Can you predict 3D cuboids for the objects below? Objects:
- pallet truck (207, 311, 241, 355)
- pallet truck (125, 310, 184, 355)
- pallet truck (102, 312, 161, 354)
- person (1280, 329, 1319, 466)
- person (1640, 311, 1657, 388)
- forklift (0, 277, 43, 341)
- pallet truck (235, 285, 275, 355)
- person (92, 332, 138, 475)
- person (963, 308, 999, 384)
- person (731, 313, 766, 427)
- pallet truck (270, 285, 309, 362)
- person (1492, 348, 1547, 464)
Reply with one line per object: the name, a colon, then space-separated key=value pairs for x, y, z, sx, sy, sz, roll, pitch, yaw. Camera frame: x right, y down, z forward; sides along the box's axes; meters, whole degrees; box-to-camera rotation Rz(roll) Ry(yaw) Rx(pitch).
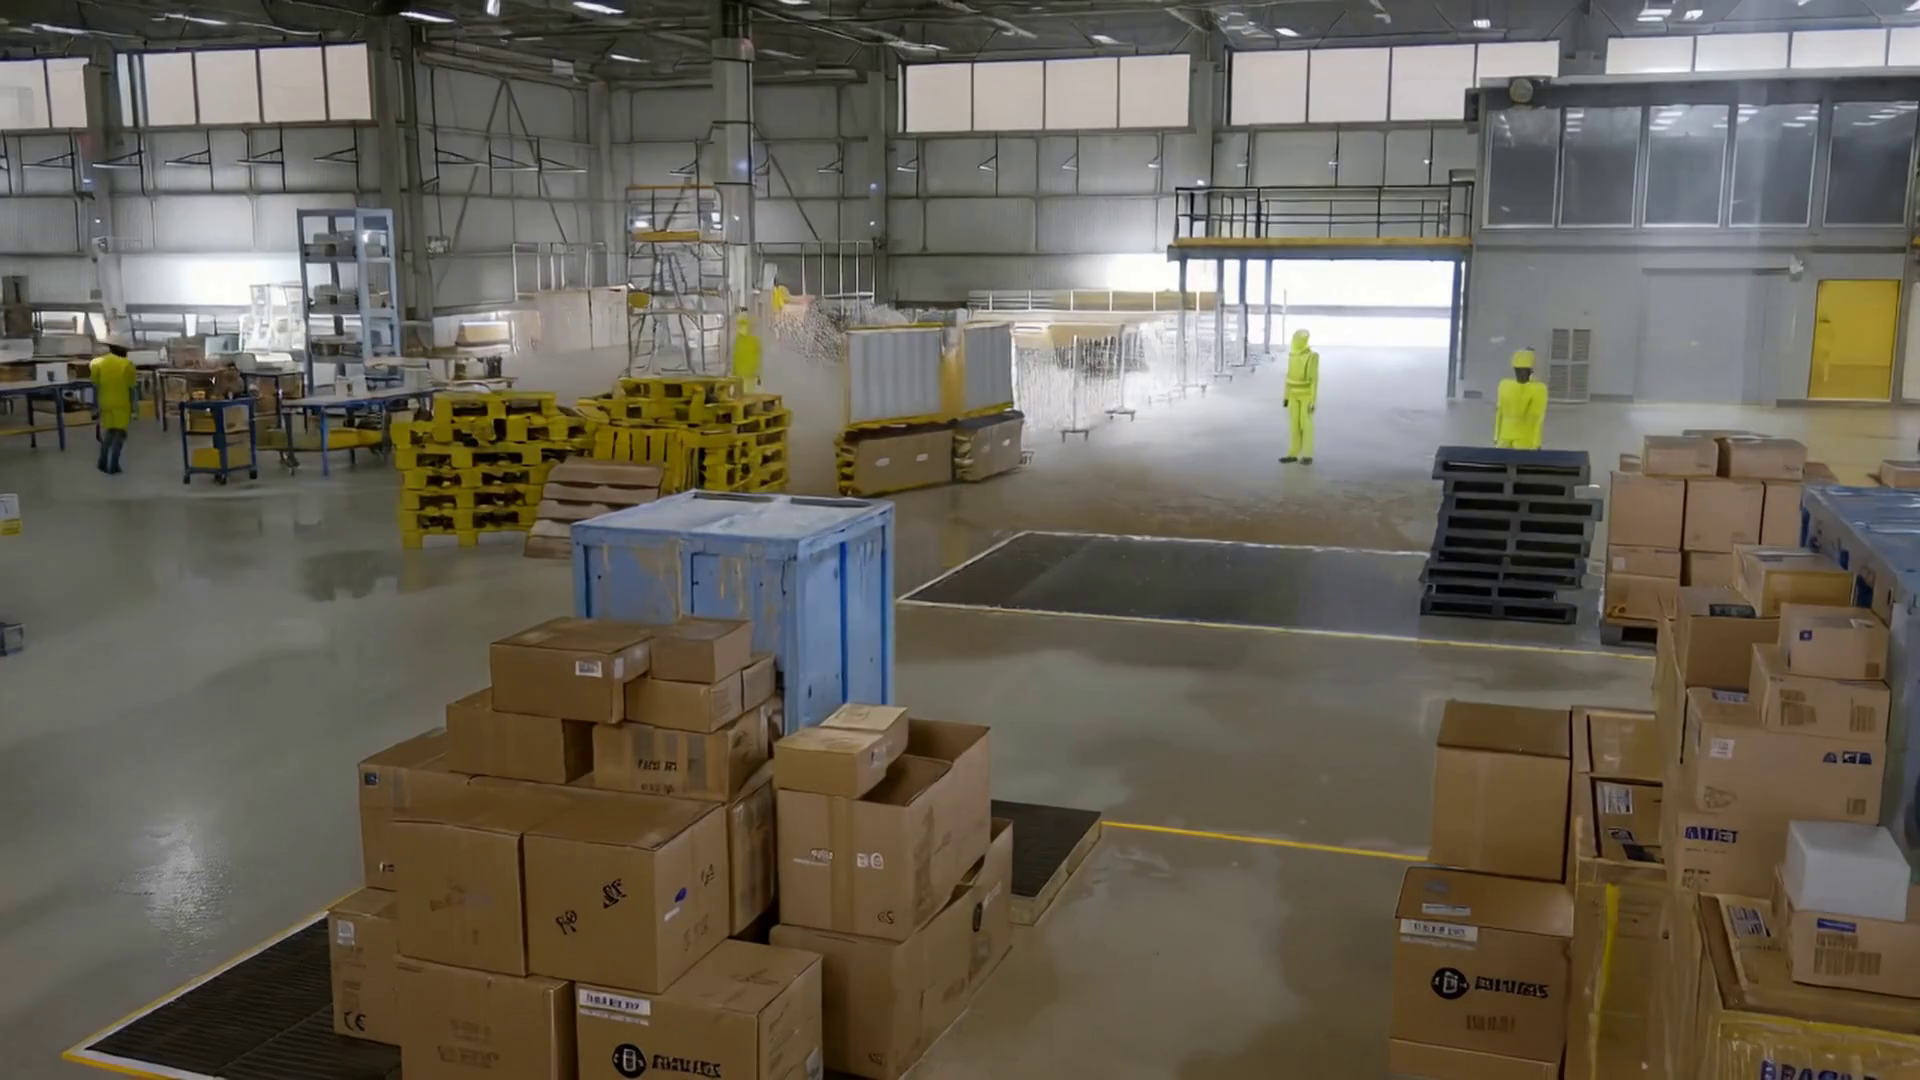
pallet truck: x=-19.537 y=-5.575 z=44.913 sx=0.653 sy=1.274 sz=1.630 roll=3 pitch=11 yaw=19
pallet truck: x=-22.038 y=-5.665 z=45.457 sx=0.704 sy=1.261 sz=1.522 roll=3 pitch=11 yaw=17
pallet truck: x=-23.057 y=-5.777 z=46.261 sx=0.680 sy=1.201 sz=1.601 roll=3 pitch=11 yaw=19
person: x=4.688 y=-1.955 z=22.894 sx=0.346 sy=1.881 sz=0.578 roll=-6 pitch=12 yaw=-30
person: x=13.722 y=-3.772 z=33.065 sx=0.426 sy=1.889 sz=0.680 roll=4 pitch=11 yaw=23
forklift: x=-27.151 y=-6.329 z=46.328 sx=1.157 sy=1.987 sz=2.680 roll=3 pitch=11 yaw=17
pallet truck: x=-18.327 y=-5.835 z=44.421 sx=0.823 sy=1.965 sz=1.885 roll=4 pitch=11 yaw=23
person: x=-11.158 y=-1.805 z=22.031 sx=0.598 sy=1.890 sz=0.402 roll=0 pitch=10 yaw=-2
person: x=0.449 y=-4.255 z=36.494 sx=1.005 sy=1.645 sz=0.494 roll=9 pitch=14 yaw=42
person: x=-3.333 y=-2.588 z=26.203 sx=0.632 sy=1.975 sz=0.758 roll=8 pitch=13 yaw=40
pallet truck: x=-17.147 y=-5.700 z=43.663 sx=0.823 sy=1.965 sz=1.885 roll=3 pitch=11 yaw=17
person: x=6.063 y=-1.122 z=18.086 sx=0.575 sy=1.920 sz=0.403 roll=8 pitch=13 yaw=39
